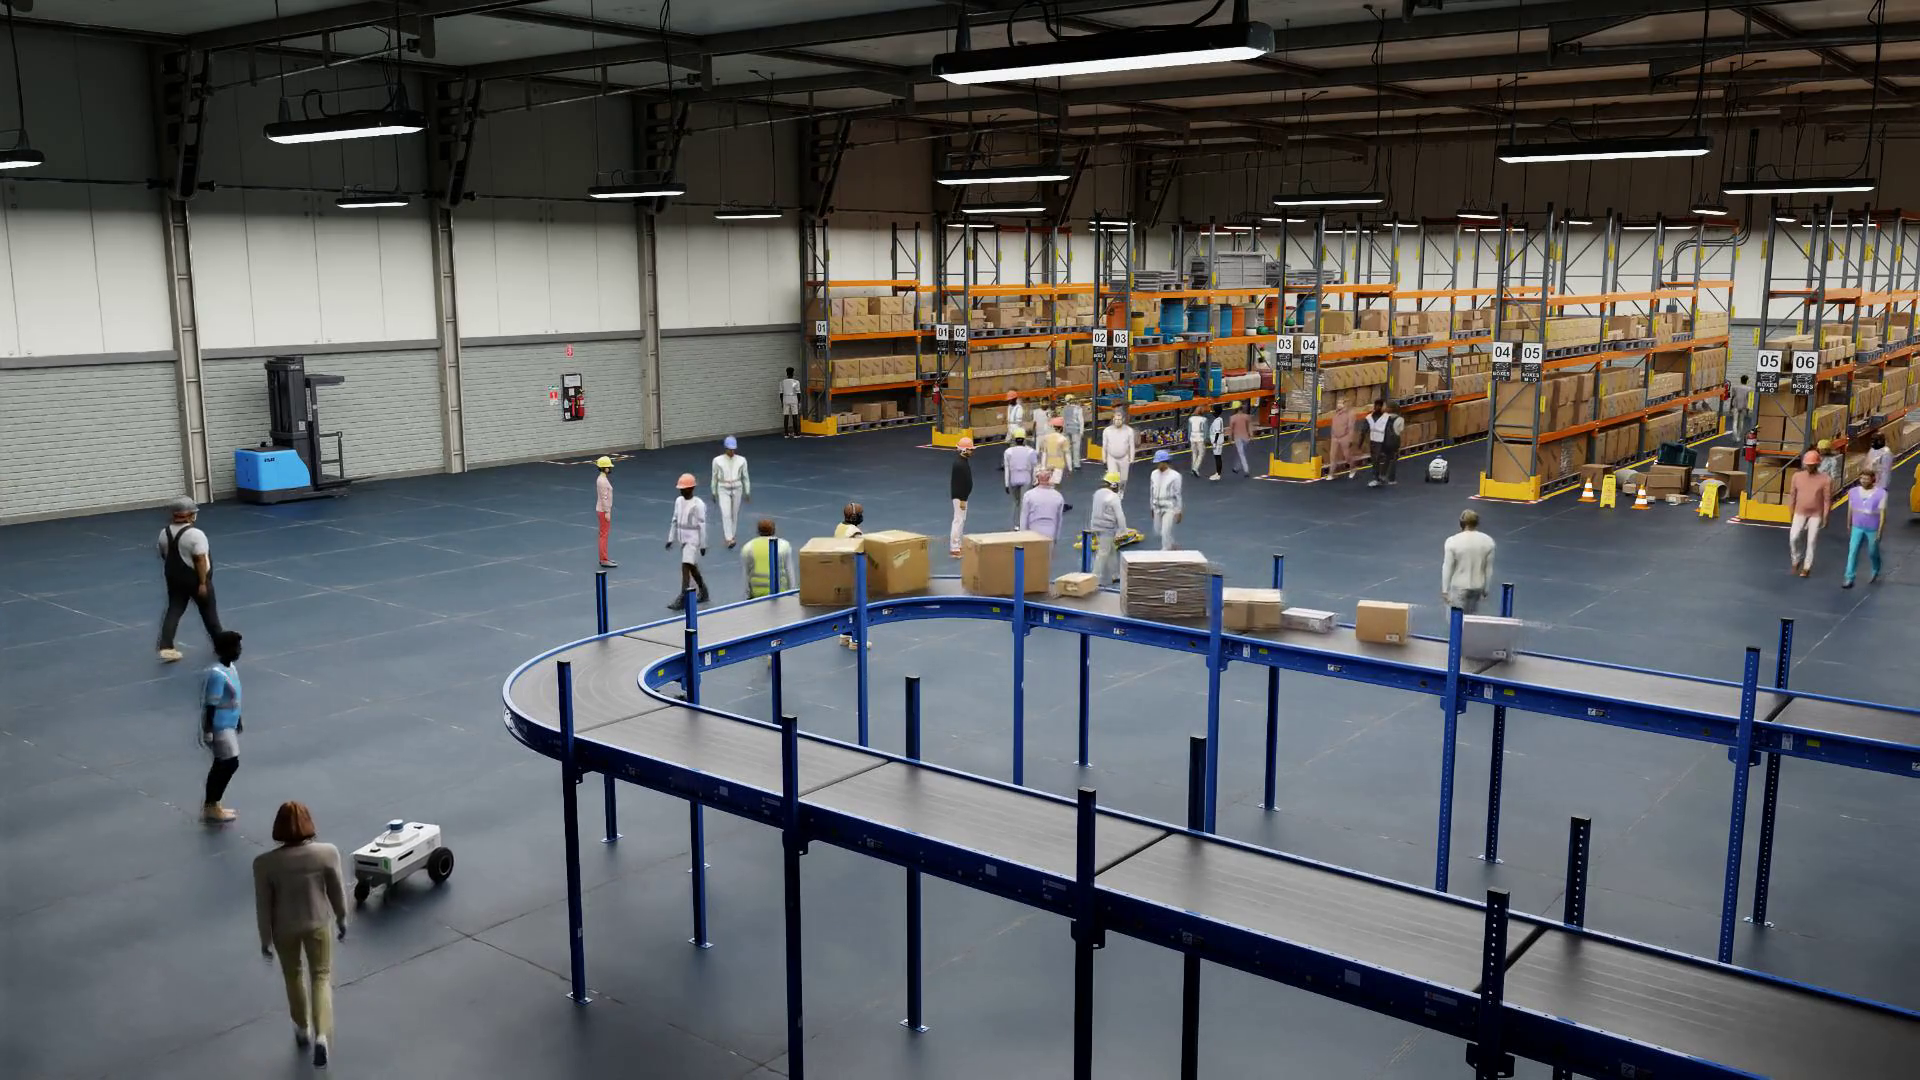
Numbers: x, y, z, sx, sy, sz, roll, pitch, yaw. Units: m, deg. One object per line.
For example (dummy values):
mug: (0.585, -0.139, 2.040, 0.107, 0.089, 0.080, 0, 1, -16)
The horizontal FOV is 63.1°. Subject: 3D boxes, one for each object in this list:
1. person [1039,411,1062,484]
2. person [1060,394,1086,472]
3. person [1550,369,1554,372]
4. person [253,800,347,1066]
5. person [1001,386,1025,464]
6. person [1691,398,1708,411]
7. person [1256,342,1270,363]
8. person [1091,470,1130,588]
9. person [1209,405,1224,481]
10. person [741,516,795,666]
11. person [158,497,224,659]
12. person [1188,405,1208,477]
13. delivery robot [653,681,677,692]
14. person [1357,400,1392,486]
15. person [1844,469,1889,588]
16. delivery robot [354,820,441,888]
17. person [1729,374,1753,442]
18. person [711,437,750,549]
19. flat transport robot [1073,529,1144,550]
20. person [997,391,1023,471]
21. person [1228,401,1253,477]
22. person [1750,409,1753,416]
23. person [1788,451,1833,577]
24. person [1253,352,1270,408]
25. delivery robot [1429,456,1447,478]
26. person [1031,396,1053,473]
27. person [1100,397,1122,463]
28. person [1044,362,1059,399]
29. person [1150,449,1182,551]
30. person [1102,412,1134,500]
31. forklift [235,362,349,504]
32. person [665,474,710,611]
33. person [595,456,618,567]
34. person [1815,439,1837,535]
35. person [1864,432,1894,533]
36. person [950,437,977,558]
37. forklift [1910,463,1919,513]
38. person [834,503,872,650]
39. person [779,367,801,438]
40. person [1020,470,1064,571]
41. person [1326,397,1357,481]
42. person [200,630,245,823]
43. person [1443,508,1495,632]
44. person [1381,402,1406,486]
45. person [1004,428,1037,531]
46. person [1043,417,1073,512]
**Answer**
person: (1.959, -2.015, 34.263, 0.687, 1.613, 0.548, -10, 14, -43)
person: (2.687, -2.498, 36.539, 0.740, 1.787, 0.407, 8, 13, 38)
person: (18.470, -4.787, 49.086, 0.657, 1.886, 0.602, -8, 13, -38)
person: (-4.009, 2.380, 9.549, 0.507, 1.604, 0.734, -4, 11, -24)
person: (1.380, -2.762, 37.653, 0.704, 1.921, 0.640, 0, 10, 0)
person: (22.180, -4.470, 46.932, 0.634, 2.012, 0.872, -2, 10, -11)
person: (11.095, -6.300, 57.403, 0.617, 1.968, 0.609, 8, 13, 39)
person: (2.276, -0.144, 23.217, 0.846, 1.791, 0.595, -4, 11, -21)
person: (5.738, -2.178, 34.949, 0.319, 1.697, 0.532, 3, 10, 15)
person: (-2.292, 0.628, 18.804, 0.648, 1.821, 0.470, 1, 10, 7)
person: (-9.526, 0.453, 19.291, 0.691, 2.000, 1.041, 3, 11, 17)
person: (5.380, -2.260, 35.619, 0.548, 1.624, 0.541, 10, 14, 44)
delivery robot: (-3.244, 1.443, 16.904, 0.335, 0.223, 0.698, 1, 10, 5)
person: (8.991, -2.096, 33.902, 0.694, 1.893, 0.627, -8, 13, -40)
person: (13.653, -0.198, 23.532, 0.848, 1.807, 0.564, -9, 13, -41)
delivery robot: (-4.366, 2.417, 12.152, 0.477, 0.478, 0.707, 3, 11, 18)
person: (21.135, -3.572, 42.390, 0.536, 1.840, 0.675, 5, 11, 27)
person: (-3.883, -0.803, 26.642, 0.631, 1.888, 1.018, -4, 11, -20)
flat transport robot: (2.578, -0.033, 27.006, 0.652, 0.197, 1.431, 6, 12, 32)
person: (1.340, -2.567, 36.637, 0.974, 1.890, 0.548, -7, 12, -33)
person: (6.412, -2.308, 35.681, 0.576, 1.694, 0.929, -3, 11, -18)
person: (21.891, -3.510, 42.733, 0.520, 1.579, 0.845, 3, 11, 17)
person: (13.128, -0.406, 24.191, 0.610, 1.968, 0.467, 9, 13, 40)
person: (10.017, -5.306, 52.076, 0.597, 1.861, 1.036, 5, 11, 25)
delivery robot: (10.689, -1.636, 34.956, 0.477, 0.478, 0.707, 4, 11, 21)
person: (1.876, -2.365, 35.580, 0.538, 1.845, 0.527, 0, 10, -2)
person: (3.710, -2.641, 37.829, 0.726, 1.600, 0.523, 6, 12, 30)
person: (2.797, -4.507, 47.592, 0.538, 1.860, 0.505, 7, 12, 34)
person: (3.316, -0.500, 24.905, 0.703, 1.922, 0.629, -10, 14, -43)
person: (3.168, -1.647, 31.413, 0.656, 1.882, 0.657, 0, 10, 2)
forklift: (-13.803, -2.244, 32.110, 1.129, 2.768, 1.873, 8, 13, 37)
person: (-3.853, -0.001, 22.137, 0.549, 1.902, 0.858, 9, 14, 43)
person: (-5.677, -0.459, 25.077, 0.308, 1.769, 0.525, -3, 11, -17)
person: (15.305, -0.941, 27.857, 0.379, 1.730, 0.503, -8, 13, -39)
person: (16.456, -1.021, 28.079, 0.430, 1.831, 0.689, 2, 10, 10)
person: (0.064, -0.708, 25.892, 0.424, 1.985, 0.612, 2, 10, 10)
forklift: (19.034, -1.348, 28.998, 2.313, 2.155, 1.214, 8, 13, 37)
person: (-1.346, 0.445, 19.777, 0.429, 1.842, 0.634, -5, 11, -27)
person: (-4.701, -3.820, 43.432, 0.607, 1.966, 0.367, 2, 10, 11)
person: (1.159, -0.060, 22.558, 0.697, 1.866, 0.489, -3, 10, -15)
person: (8.592, -2.277, 35.021, 0.878, 1.879, 0.651, -9, 13, -41)
person: (-6.439, 1.618, 13.643, 0.446, 1.661, 0.557, -3, 11, -18)
person: (6.115, 0.581, 18.813, 0.628, 1.923, 0.603, -2, 10, -9)
person: (9.453, -2.096, 34.112, 0.521, 1.829, 0.405, 9, 13, 41)
person: (1.085, -1.056, 28.096, 0.586, 1.901, 0.813, 0, 10, 3)
person: (1.855, -1.432, 30.245, 0.556, 1.884, 1.010, 10, 14, 43)
